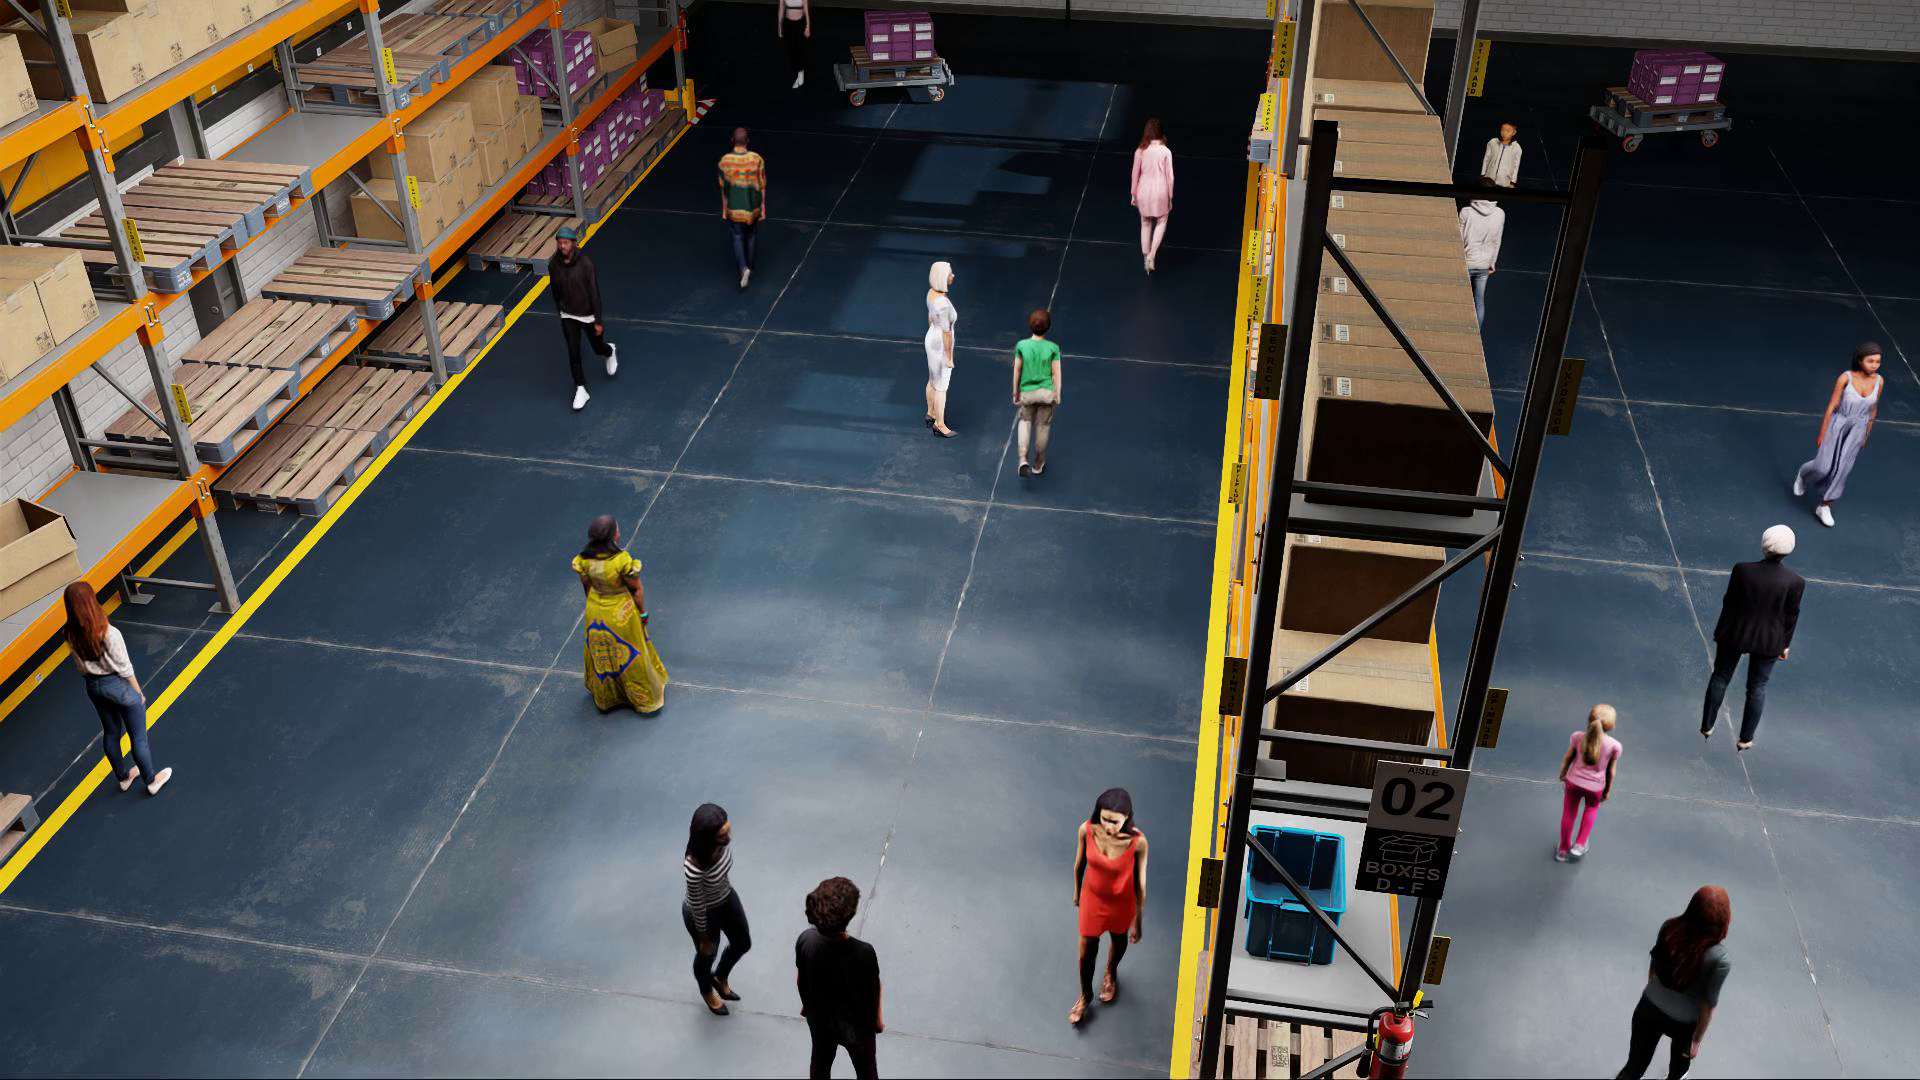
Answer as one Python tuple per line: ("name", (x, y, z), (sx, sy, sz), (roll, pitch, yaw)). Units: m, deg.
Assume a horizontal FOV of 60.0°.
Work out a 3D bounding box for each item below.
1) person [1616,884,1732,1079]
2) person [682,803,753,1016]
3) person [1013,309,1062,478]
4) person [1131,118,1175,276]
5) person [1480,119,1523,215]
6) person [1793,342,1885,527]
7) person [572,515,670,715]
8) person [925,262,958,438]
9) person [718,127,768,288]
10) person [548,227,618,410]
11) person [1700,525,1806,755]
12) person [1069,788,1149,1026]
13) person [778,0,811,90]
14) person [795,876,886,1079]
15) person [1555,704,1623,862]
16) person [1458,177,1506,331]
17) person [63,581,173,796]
("person", (3.789, 2.645, 9.002), (1.152, 1.690, 1.057), (-20, 38, -27))
("person", (-1.500, 2.158, 9.667), (0.744, 1.765, 0.656), (12, 35, 17))
("person", (0.684, -1.272, 14.944), (0.584, 1.636, 0.820), (6, 34, 9))
("person", (2.138, -3.788, 18.591), (0.656, 1.788, 0.657), (8, 34, 12))
("person", (6.345, -4.257, 19.598), (0.637, 1.455, 0.619), (16, 37, 23))
("person", (7.635, -0.969, 14.442), (0.625, 1.686, 0.821), (2, 34, 3))
("person", (-2.523, 0.548, 12.185), (0.872, 1.659, 0.795), (9, 35, 13))
("person", (-0.191, -1.805, 15.643), (0.705, 1.750, 0.596), (-11, 35, -16))
("person", (-2.400, -3.646, 18.378), (0.875, 1.788, 1.079), (-5, 34, -7))
("person", (-3.667, -2.233, 16.242), (0.670, 1.798, 1.084), (6, 34, 8))
("person", (5.307, 0.661, 11.064), (0.794, 1.781, 0.706), (18, 37, 24))
("person", (0.908, 2.066, 9.861), (0.621, 1.702, 0.728), (7, 34, 11))
("person", (-2.361, -7.447, 24.144), (0.629, 1.735, 0.614), (9, 35, 13))
("person", (-0.655, 2.551, 9.061), (0.633, 1.780, 0.558), (7, 34, 11))
("person", (4.095, 1.627, 10.920), (0.527, 1.262, 0.558), (14, 36, 20))
("person", (5.268, -2.835, 17.100), (0.742, 1.851, 0.687), (-5, 34, -7))
("person", (-5.824, 1.021, 11.410), (0.570, 1.728, 0.511), (8, 34, 11))
